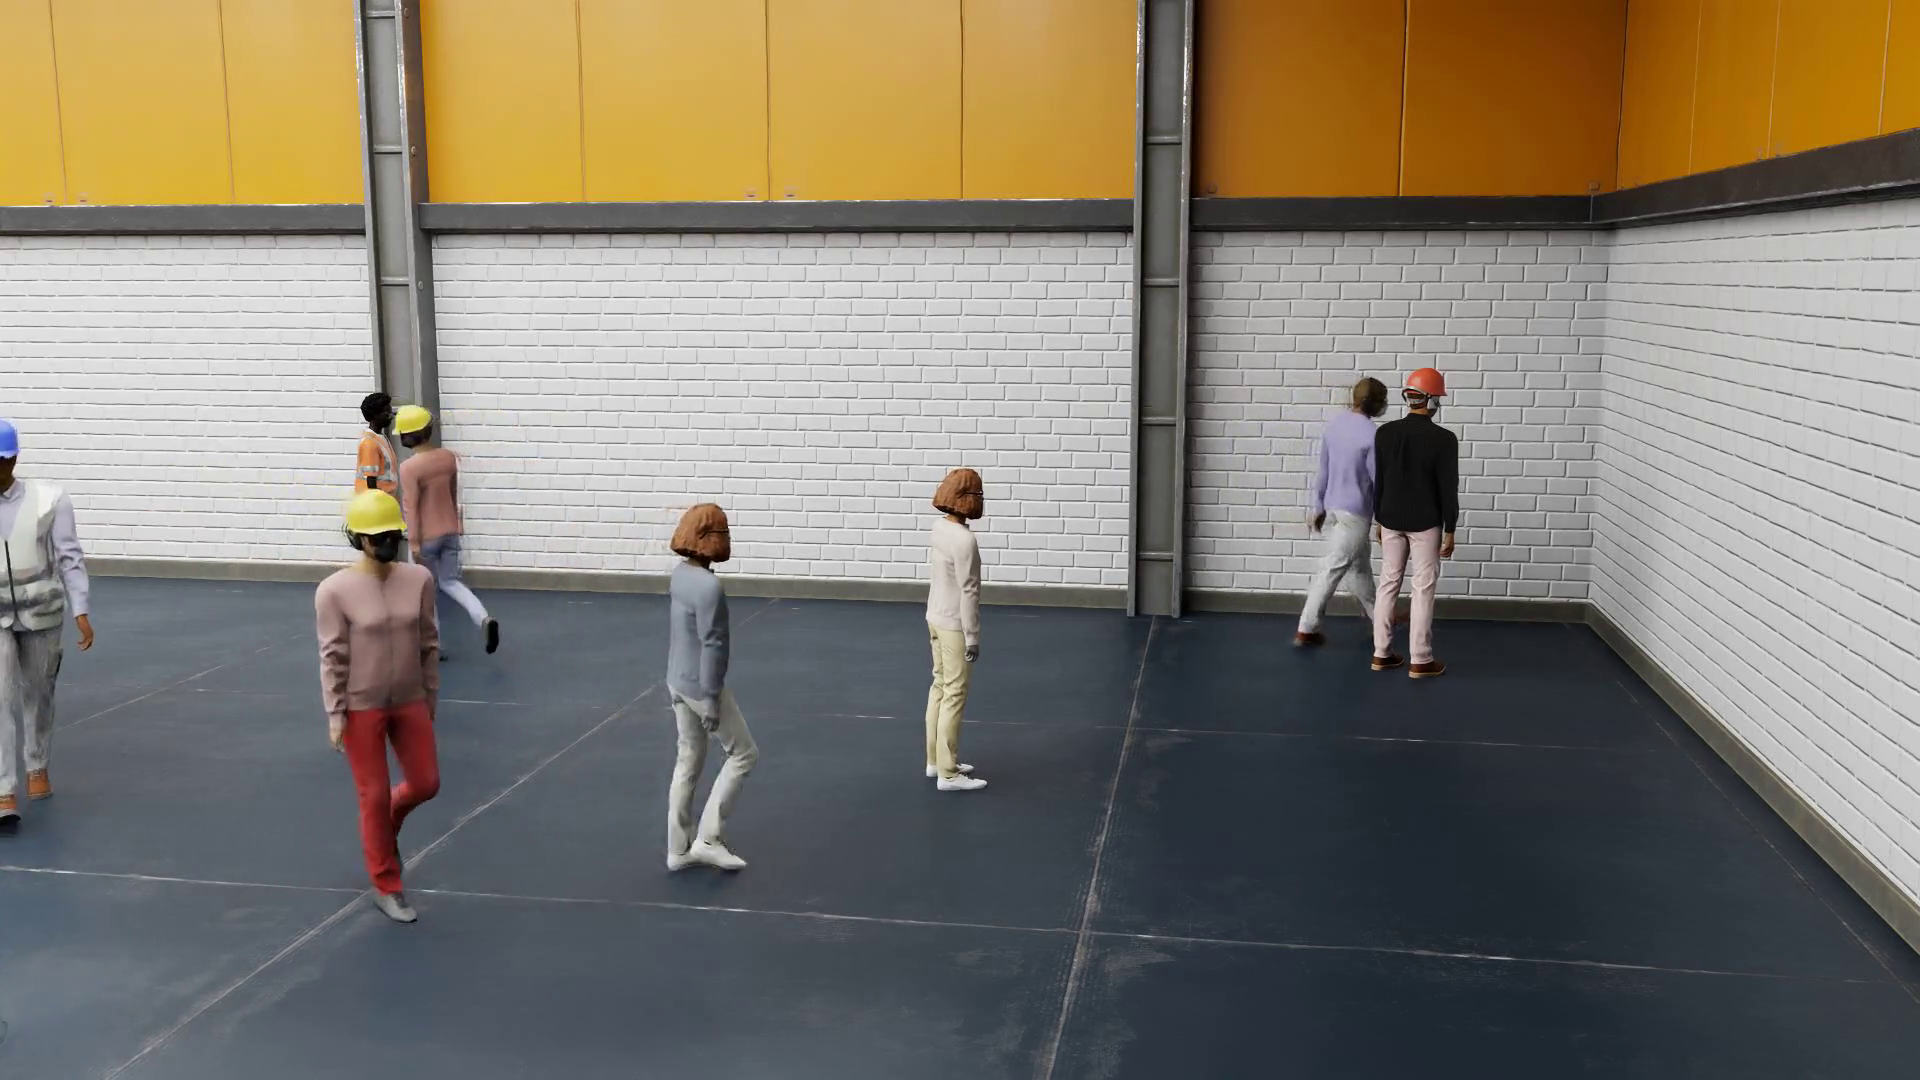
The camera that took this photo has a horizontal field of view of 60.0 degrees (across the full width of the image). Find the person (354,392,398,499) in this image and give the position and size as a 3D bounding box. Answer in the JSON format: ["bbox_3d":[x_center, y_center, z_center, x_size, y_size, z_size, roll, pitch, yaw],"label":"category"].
[{"bbox_3d":[-4.435,-0.279,12.655,0.322,1.691,0.532,-2,9,-11],"label":"person"}]

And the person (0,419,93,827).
[{"bbox_3d":[-4.473,0.381,7.896,0.622,1.900,0.955,-5,11,-30],"label":"person"}]

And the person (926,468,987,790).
[{"bbox_3d":[-0.018,0.445,8.386,0.284,1.624,0.494,-3,10,-20],"label":"person"}]

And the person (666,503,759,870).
[{"bbox_3d":[-1.082,0.645,7.165,0.447,1.616,0.536,-5,10,-28],"label":"person"}]

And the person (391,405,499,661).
[{"bbox_3d":[-3.412,-0.028,10.932,0.620,1.736,0.548,5,10,26],"label":"person"}]

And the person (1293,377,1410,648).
[{"bbox_3d":[2.745,-0.188,11.494,1.015,1.878,0.649,-3,10,-20],"label":"person"}]

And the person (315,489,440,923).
[{"bbox_3d":[-2.362,0.650,6.736,0.501,1.751,0.530,8,12,42],"label":"person"}]

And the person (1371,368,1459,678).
[{"bbox_3d":[2.937,-0.110,10.702,0.402,1.988,0.613,-9,13,-42],"label":"person"}]
